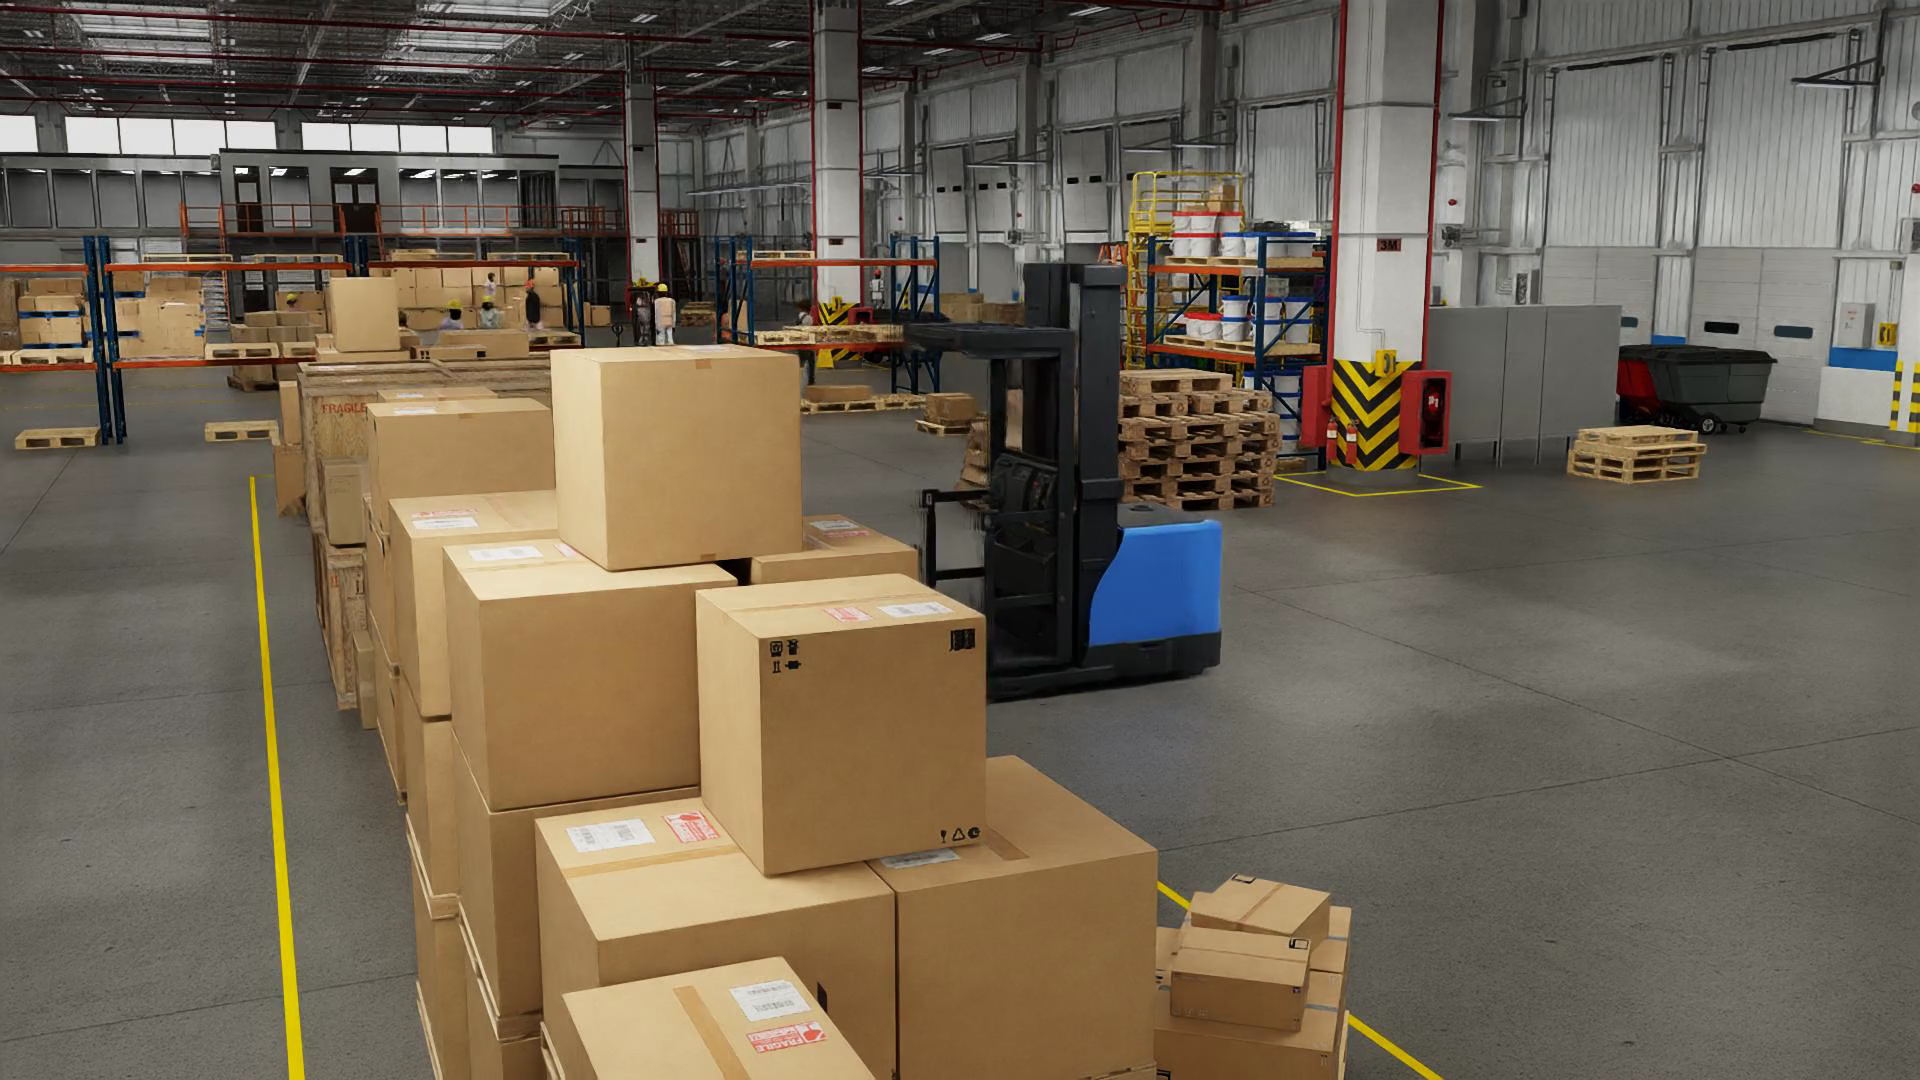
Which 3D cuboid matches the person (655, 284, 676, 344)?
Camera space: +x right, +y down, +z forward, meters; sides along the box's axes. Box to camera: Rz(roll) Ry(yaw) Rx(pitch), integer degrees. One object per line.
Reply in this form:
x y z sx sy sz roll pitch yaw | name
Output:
-7.000 -5.088 39.347 0.591 1.930 0.357 -8 13 -37 | person

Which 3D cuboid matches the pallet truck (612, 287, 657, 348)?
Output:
-6.464 -4.406 35.401 0.823 1.965 1.885 6 12 32 | pallet truck

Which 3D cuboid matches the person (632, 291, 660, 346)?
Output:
-7.333 -4.927 38.774 0.624 1.821 0.473 -9 14 -42 | person

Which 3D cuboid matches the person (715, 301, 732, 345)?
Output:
-5.081 -4.371 36.169 0.544 1.647 0.861 5 11 23 | person

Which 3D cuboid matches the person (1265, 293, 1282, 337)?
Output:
6.017 -3.838 32.462 0.542 1.929 0.368 5 11 24 | person

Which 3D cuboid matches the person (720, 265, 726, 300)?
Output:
-11.640 -12.732 81.295 0.396 1.993 0.617 4 11 21 | person

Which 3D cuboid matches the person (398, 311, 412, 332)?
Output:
-8.310 -2.459 24.875 0.367 1.936 0.634 1 10 3 | person

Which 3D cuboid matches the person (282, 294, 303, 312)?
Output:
-15.175 -4.708 37.813 0.533 1.731 0.860 -9 14 -40 | person

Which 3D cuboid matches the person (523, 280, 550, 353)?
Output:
-10.728 -5.597 42.084 0.921 1.963 0.622 4 11 19 | person

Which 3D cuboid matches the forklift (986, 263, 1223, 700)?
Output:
0.770 -0.478 11.321 1.873 2.768 1.129 -4 11 -23 | forklift

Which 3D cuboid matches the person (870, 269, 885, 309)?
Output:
-2.809 -8.289 56.955 0.551 1.940 0.345 6 12 30 | person

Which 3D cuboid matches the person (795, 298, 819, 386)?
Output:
-3.116 -3.881 32.989 0.529 1.830 0.723 9 14 41 | person

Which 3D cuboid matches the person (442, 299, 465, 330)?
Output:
-9.083 -3.379 30.001 0.428 1.911 0.596 1 10 7 | person

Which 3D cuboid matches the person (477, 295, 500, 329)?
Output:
-10.598 -4.633 37.395 0.489 1.730 0.403 2 11 12 | person

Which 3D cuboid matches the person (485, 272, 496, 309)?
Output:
-14.912 -7.540 52.879 0.380 1.931 0.625 0 10 0 | person
